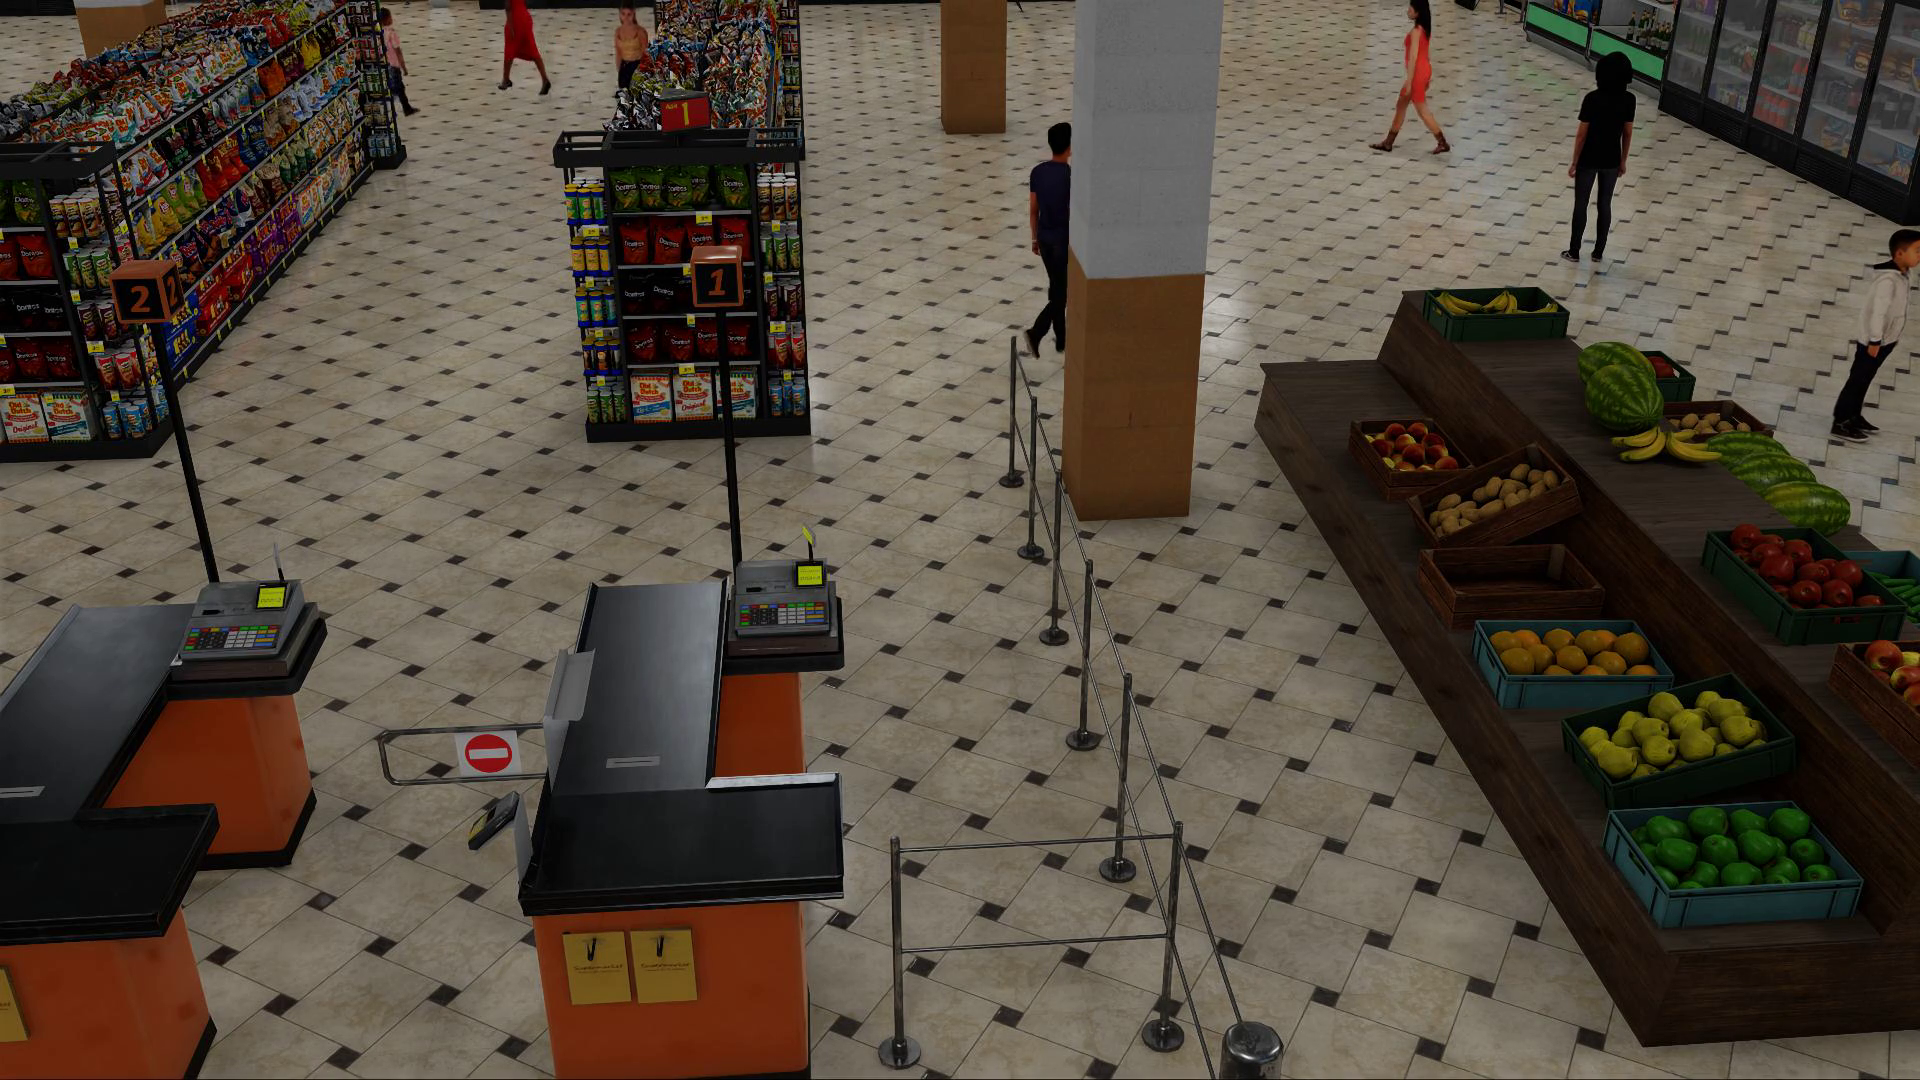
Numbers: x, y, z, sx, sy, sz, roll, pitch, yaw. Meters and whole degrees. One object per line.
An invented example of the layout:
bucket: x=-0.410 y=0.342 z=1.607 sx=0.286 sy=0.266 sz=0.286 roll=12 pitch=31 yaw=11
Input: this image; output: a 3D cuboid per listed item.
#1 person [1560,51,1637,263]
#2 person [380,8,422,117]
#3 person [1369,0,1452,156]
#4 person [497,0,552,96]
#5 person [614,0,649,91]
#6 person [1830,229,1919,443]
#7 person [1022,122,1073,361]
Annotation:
person: x=5.629 y=-3.366 z=14.644 sx=0.674 sy=1.835 sz=0.569 roll=2 pitch=27 yaw=4
person: x=-6.761 y=-5.592 z=19.634 sx=0.872 sy=1.291 sz=0.960 roll=19 pitch=33 yaw=33
person: x=5.030 y=-4.958 z=17.961 sx=1.033 sy=1.673 sz=1.128 roll=16 pitch=31 yaw=28
person: x=-5.408 y=-6.350 z=20.684 sx=1.063 sy=1.693 sz=1.113 roll=14 pitch=30 yaw=26
person: x=-3.537 y=-5.088 z=18.290 sx=0.765 sy=1.608 sz=1.024 roll=8 pitch=28 yaw=15
person: x=6.143 y=-1.384 z=11.159 sx=0.691 sy=1.452 sz=0.642 roll=23 pitch=35 yaw=37
person: x=0.685 y=-2.182 z=12.380 sx=1.031 sy=1.771 sz=1.107 roll=19 pitch=32 yaw=32
